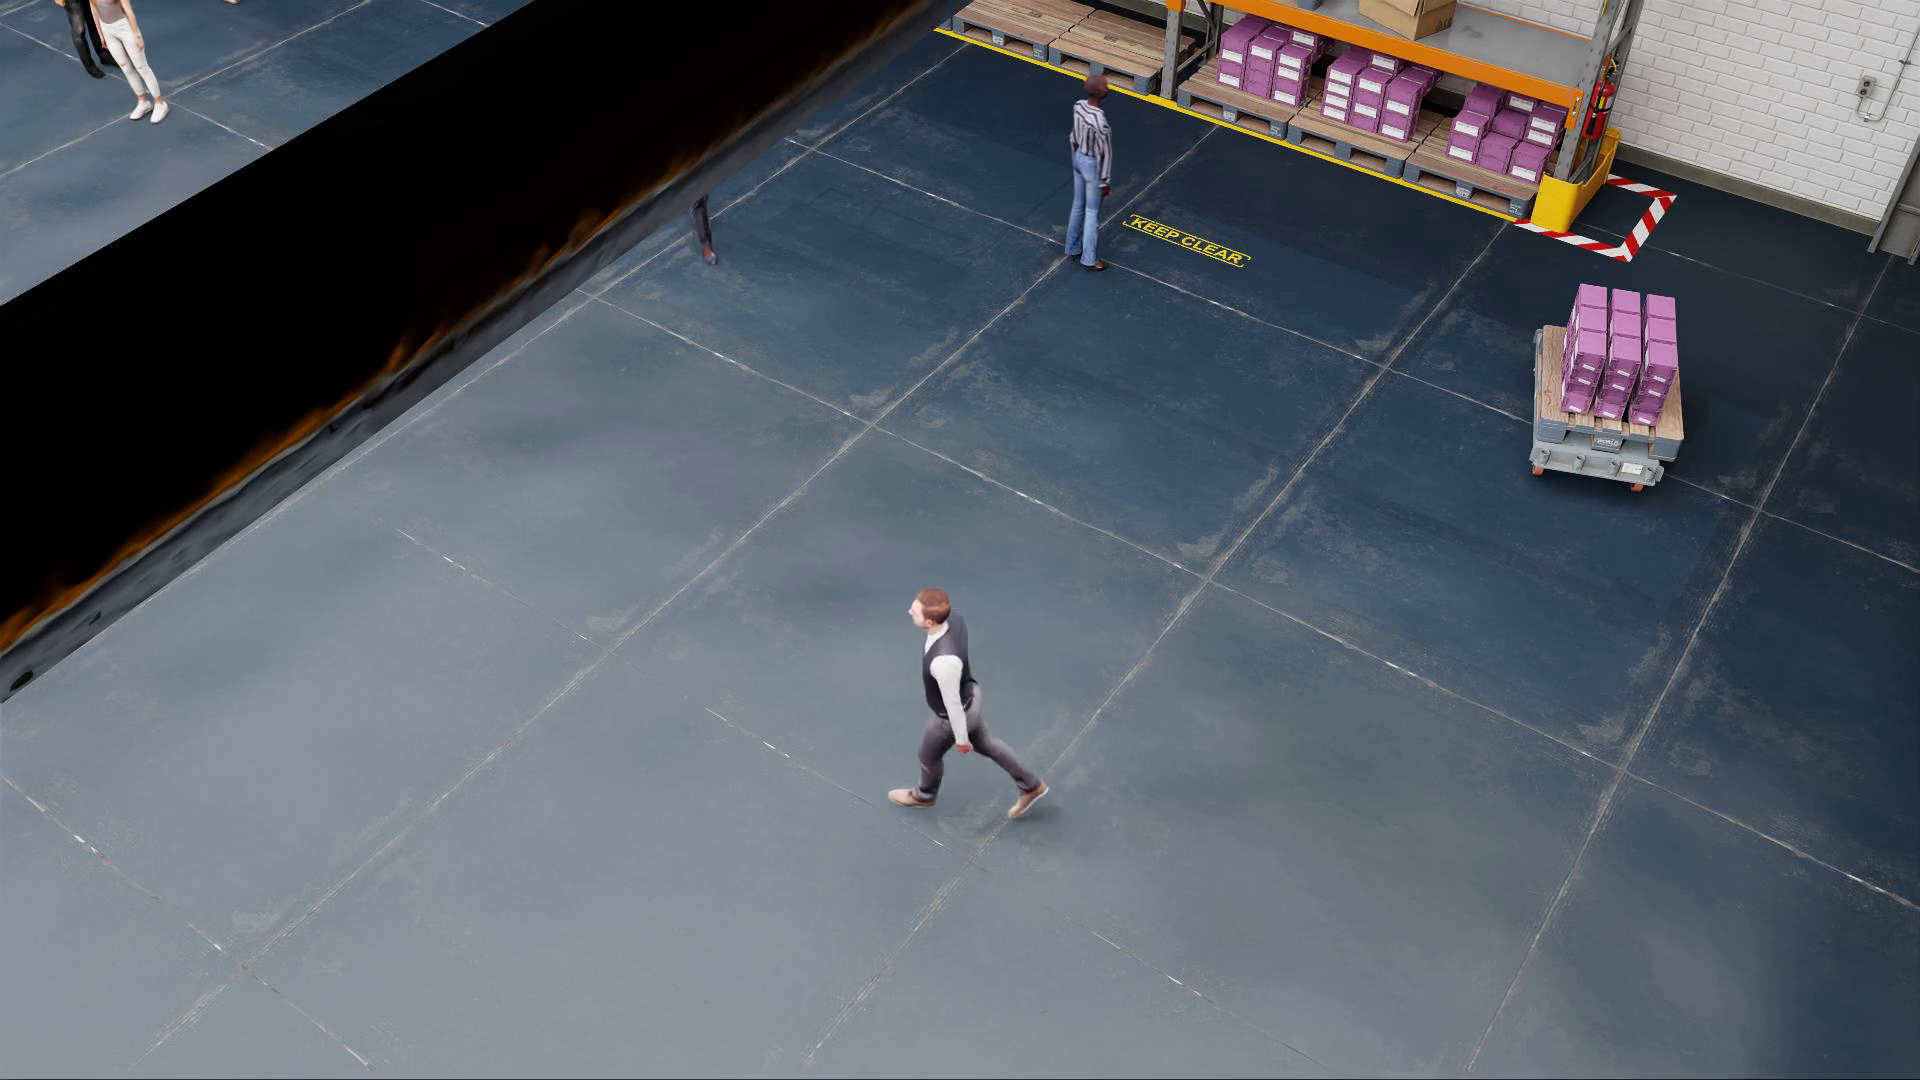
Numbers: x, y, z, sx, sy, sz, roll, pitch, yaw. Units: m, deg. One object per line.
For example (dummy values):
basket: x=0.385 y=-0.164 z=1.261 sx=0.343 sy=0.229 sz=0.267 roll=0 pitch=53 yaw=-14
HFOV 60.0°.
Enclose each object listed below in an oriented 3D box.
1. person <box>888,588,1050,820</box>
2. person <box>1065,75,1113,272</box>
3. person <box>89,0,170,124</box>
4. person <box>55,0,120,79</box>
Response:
person: x=0.080 y=0.994 z=9.719 sx=1.310 sy=1.878 sz=1.053 roll=3 pitch=44 yaw=3
person: x=1.097 y=-3.110 z=14.087 sx=0.760 sy=1.795 sz=0.628 roll=-20 pitch=47 yaw=-20
person: x=-8.056 y=-4.870 z=15.991 sx=0.594 sy=1.718 sz=0.723 roll=7 pitch=44 yaw=8
person: x=-8.881 y=-5.558 z=16.651 sx=0.589 sy=1.804 sz=0.722 roll=18 pitch=47 yaw=18
